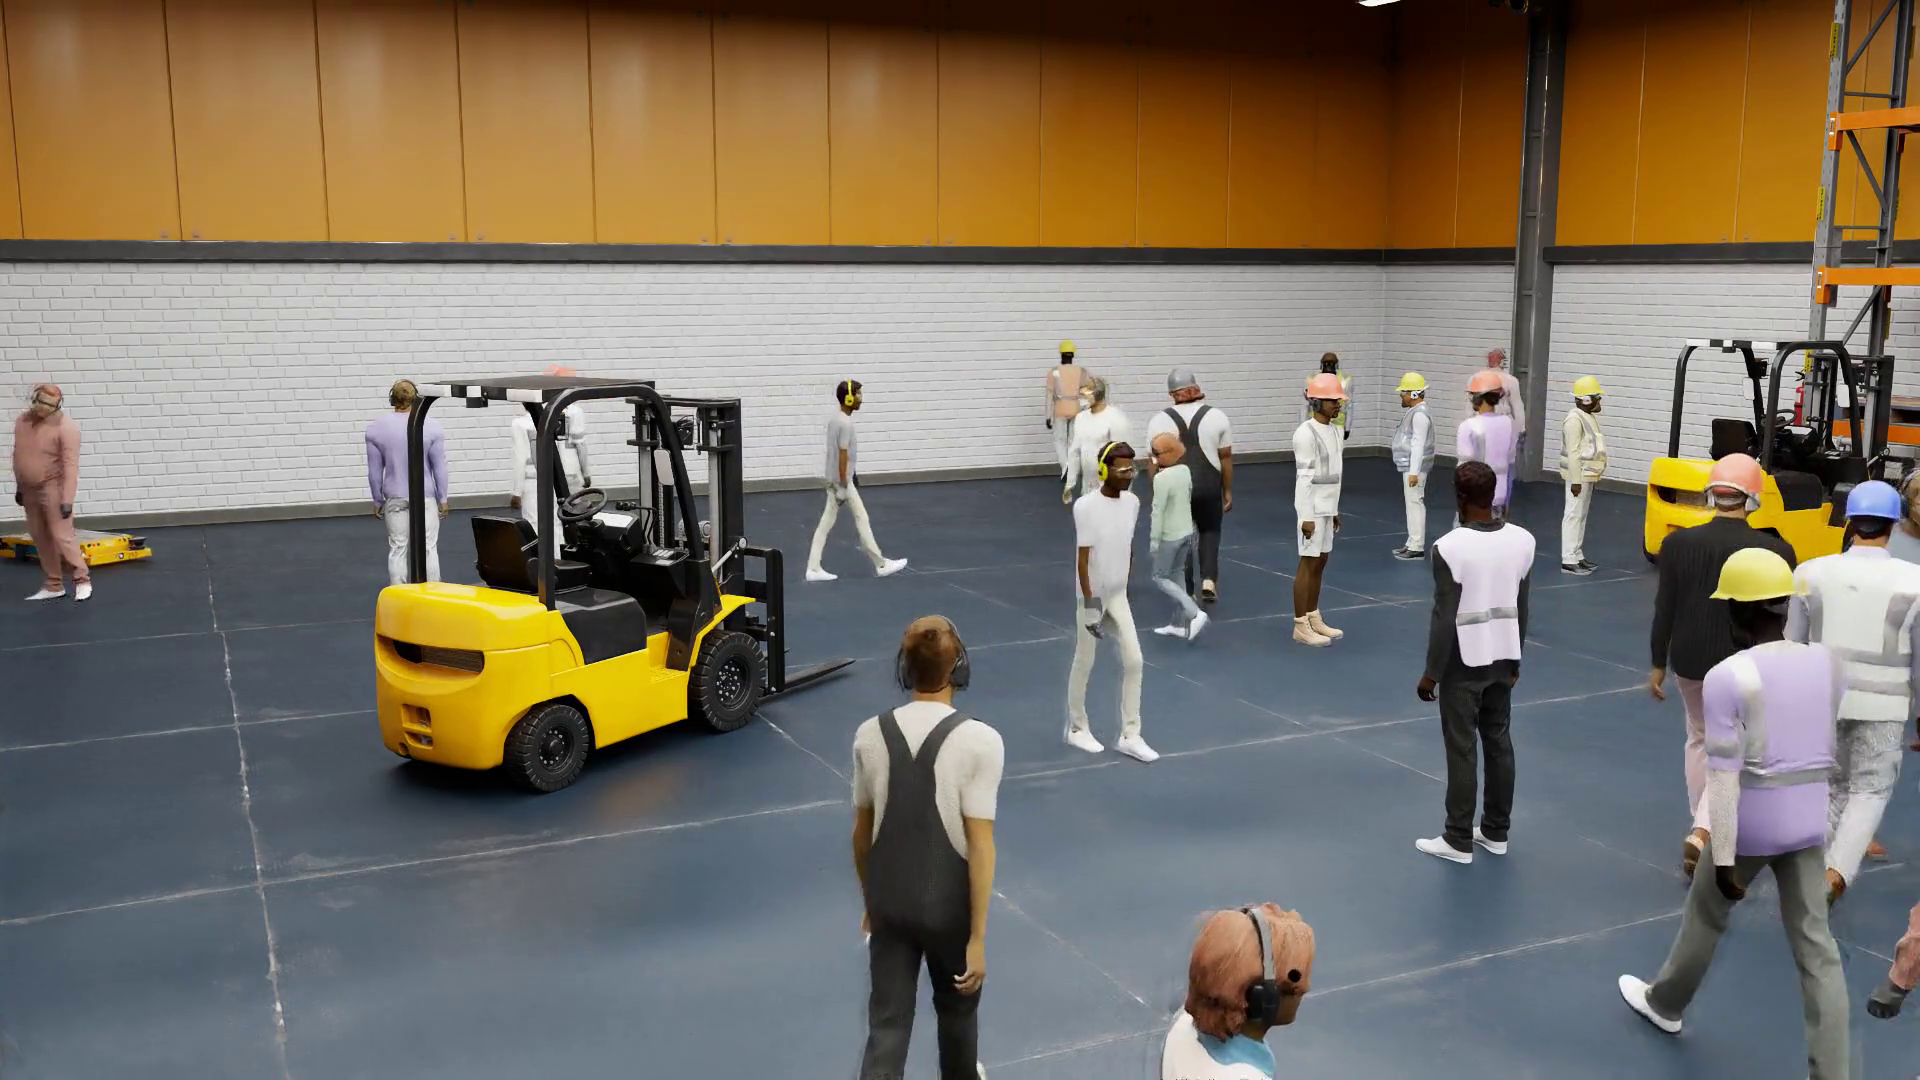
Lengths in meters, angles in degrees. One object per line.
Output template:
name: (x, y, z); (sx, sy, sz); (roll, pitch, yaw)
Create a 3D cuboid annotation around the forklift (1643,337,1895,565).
forklift: (7.551, -0.789, 15.507); (2.313, 2.155, 1.214); (-4, 10, -25)

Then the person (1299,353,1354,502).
person: (4.458, -1.372, 20.327); (0.640, 1.811, 0.823); (3, 10, 18)

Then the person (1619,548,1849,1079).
person: (2.743, 0.955, 5.719); (0.584, 1.861, 1.028); (-2, 9, -14)

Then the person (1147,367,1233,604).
person: (1.910, -0.445, 13.848); (0.711, 2.000, 0.541); (2, 9, 9)

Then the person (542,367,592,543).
person: (-3.759, -0.656, 15.569); (0.609, 1.909, 0.374); (2, 9, 13)

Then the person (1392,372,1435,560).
person: (4.409, -0.718, 16.217); (0.403, 1.826, 0.591); (2, 9, 10)

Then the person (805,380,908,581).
person: (-0.986, -0.539, 15.100); (0.964, 1.819, 0.542); (-4, 10, -21)

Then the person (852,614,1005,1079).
person: (-0.113, 1.122, 4.997); (0.511, 1.759, 1.048); (3, 10, 18)

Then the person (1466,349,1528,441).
person: (6.465, -1.339, 19.874); (0.770, 1.883, 0.650); (-6, 11, -34)

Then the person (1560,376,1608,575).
person: (5.787, -0.602, 15.449); (0.404, 1.837, 0.590); (6, 11, 31)

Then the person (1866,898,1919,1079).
person: (2.820, 1.249, 4.687); (0.524, 1.596, 0.851); (-6, 11, -35)

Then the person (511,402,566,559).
person: (-3.644, -0.456, 14.400); (0.337, 1.882, 0.584); (6, 11, 32)

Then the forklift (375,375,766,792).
forklift: (-2.268, 0.149, 9.685); (1.214, 2.155, 2.313); (6, 11, 32)

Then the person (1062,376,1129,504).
person: (1.184, -0.452, 14.291); (0.499, 1.912, 0.635); (-5, 10, -28)

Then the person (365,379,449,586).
person: (-4.440, -0.326, 13.425); (0.629, 1.940, 0.373); (-1, 9, -8)

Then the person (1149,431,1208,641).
person: (1.652, -0.016, 12.504); (0.530, 1.610, 0.552); (7, 12, 37)

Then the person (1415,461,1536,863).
person: (2.446, 0.580, 7.886); (0.588, 1.913, 0.390); (-5, 10, -27)

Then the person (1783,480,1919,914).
person: (3.808, 0.709, 7.130); (0.650, 1.911, 0.811); (9, 13, 44)

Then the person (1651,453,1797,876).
person: (3.540, 0.579, 7.760); (0.632, 1.965, 0.924); (7, 12, 38)

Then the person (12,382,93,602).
person: (-7.734, -0.395, 14.109); (0.704, 1.885, 0.442); (4, 10, 24)

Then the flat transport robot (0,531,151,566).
flat transport robot: (-8.651, 0.058, 16.197); (1.431, 0.197, 0.652); (5, 10, 26)

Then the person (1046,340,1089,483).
person: (1.417, -1.674, 21.862); (0.607, 1.910, 0.660); (-2, 9, -12)

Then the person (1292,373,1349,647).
person: (2.715, -0.231, 12.513); (0.370, 2.044, 0.608); (6, 11, 31)

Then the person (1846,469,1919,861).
person: (4.397, 0.625, 7.625); (0.638, 1.897, 0.923); (0, 9, -2)

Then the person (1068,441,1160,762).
person: (0.873, 0.356, 9.499); (0.505, 1.832, 0.787); (-6, 11, -32)

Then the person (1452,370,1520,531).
person: (4.203, -0.338, 13.235); (0.613, 2.026, 0.657); (-4, 10, -26)

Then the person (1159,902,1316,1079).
person: (0.530, 1.476, 3.187); (0.363, 1.624, 0.540); (-1, 9, -7)
